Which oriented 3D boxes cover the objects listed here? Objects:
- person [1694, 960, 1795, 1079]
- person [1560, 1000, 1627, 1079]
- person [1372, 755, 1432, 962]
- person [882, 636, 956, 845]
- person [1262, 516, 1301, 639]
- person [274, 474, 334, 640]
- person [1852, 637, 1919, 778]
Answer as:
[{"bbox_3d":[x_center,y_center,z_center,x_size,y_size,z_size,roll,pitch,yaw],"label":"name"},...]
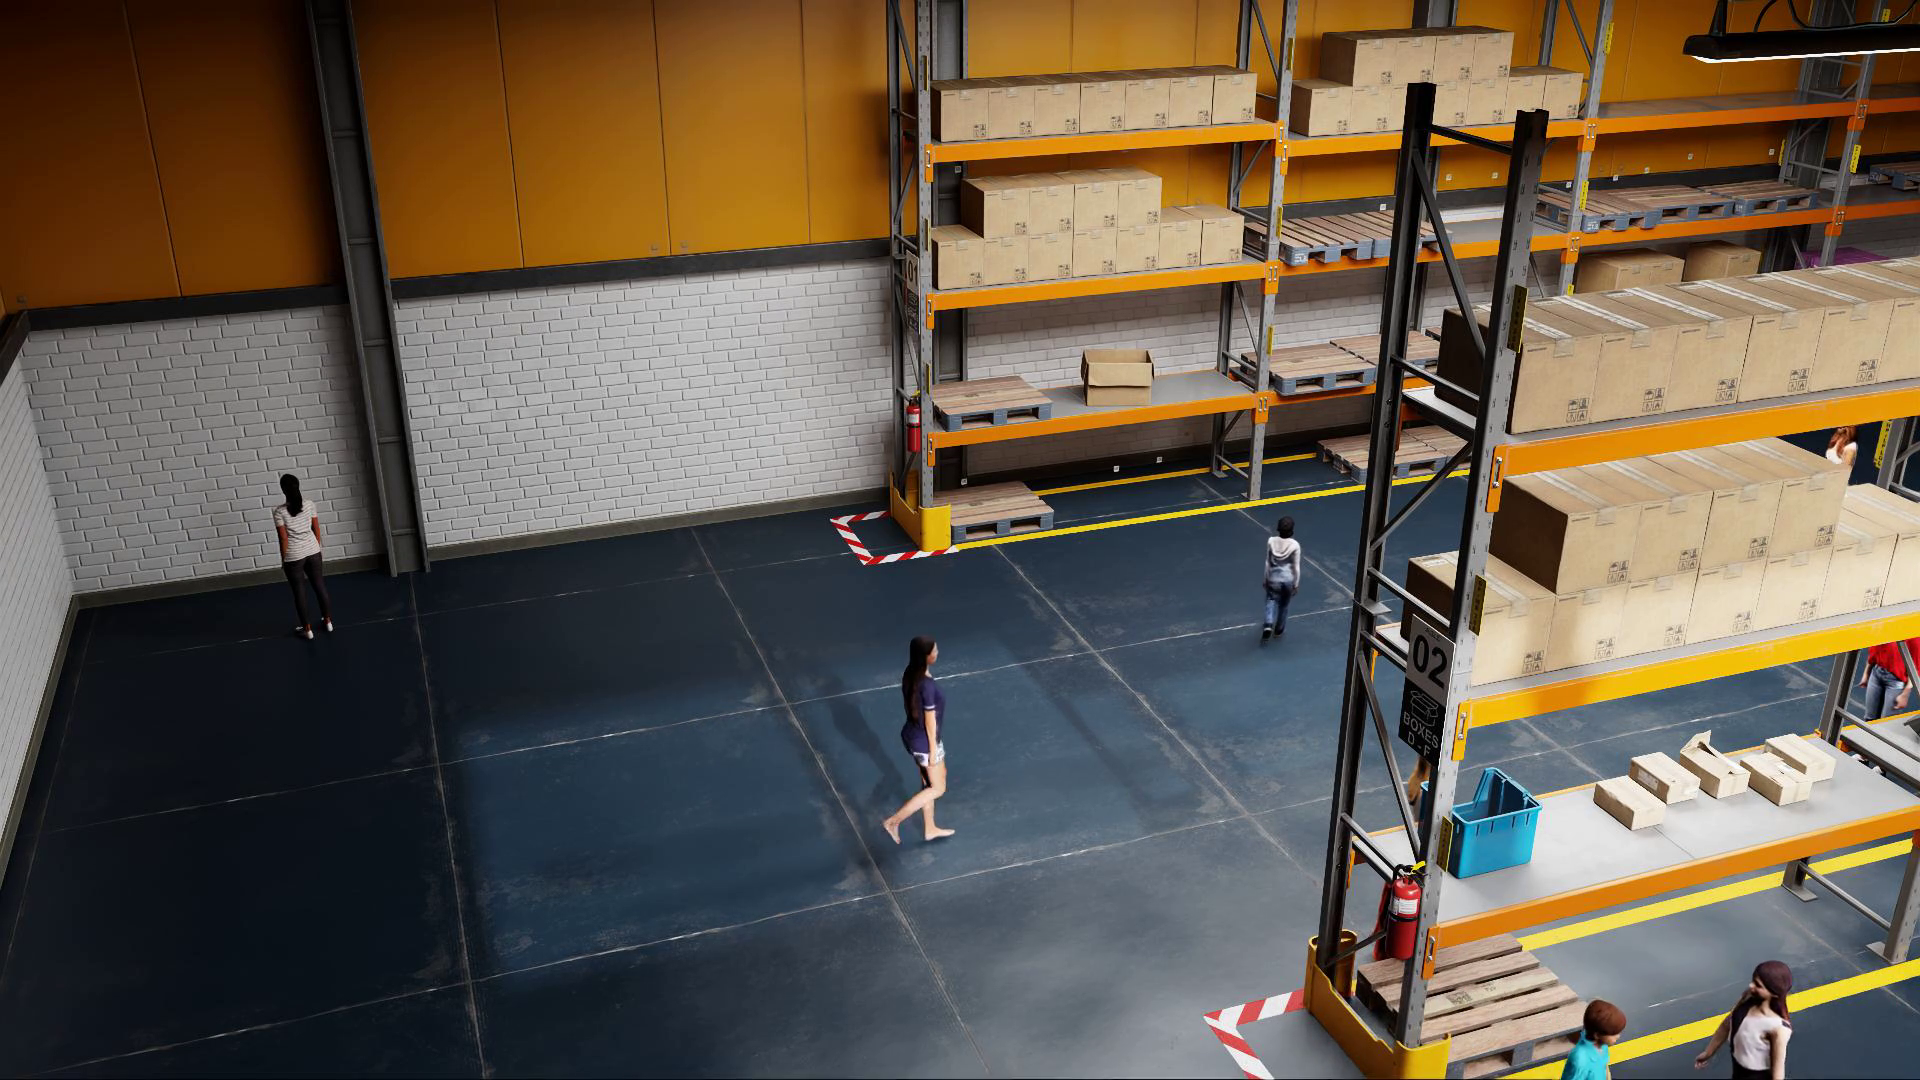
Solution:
[{"bbox_3d":[4.477,3.025,9.270,1.168,1.601,0.837,0,24,0],"label":"person"},{"bbox_3d":[3.345,3.126,9.273,0.968,1.414,0.973,14,27,29],"label":"person"},{"bbox_3d":[3.051,2.095,11.150,0.749,1.800,0.720,4,24,8],"label":"person"},{"bbox_3d":[-0.343,1.542,12.473,0.834,1.752,0.612,-10,26,-22],"label":"person"},{"bbox_3d":[3.020,0.380,15.762,0.706,1.248,0.751,8,25,18],"label":"person"},{"bbox_3d":[-6.257,0.139,15.816,0.712,1.647,0.605,21,31,39],"label":"person"},{"bbox_3d":[7.502,1.152,13.426,0.494,1.704,0.623,-7,25,-16],"label":"person"}]
